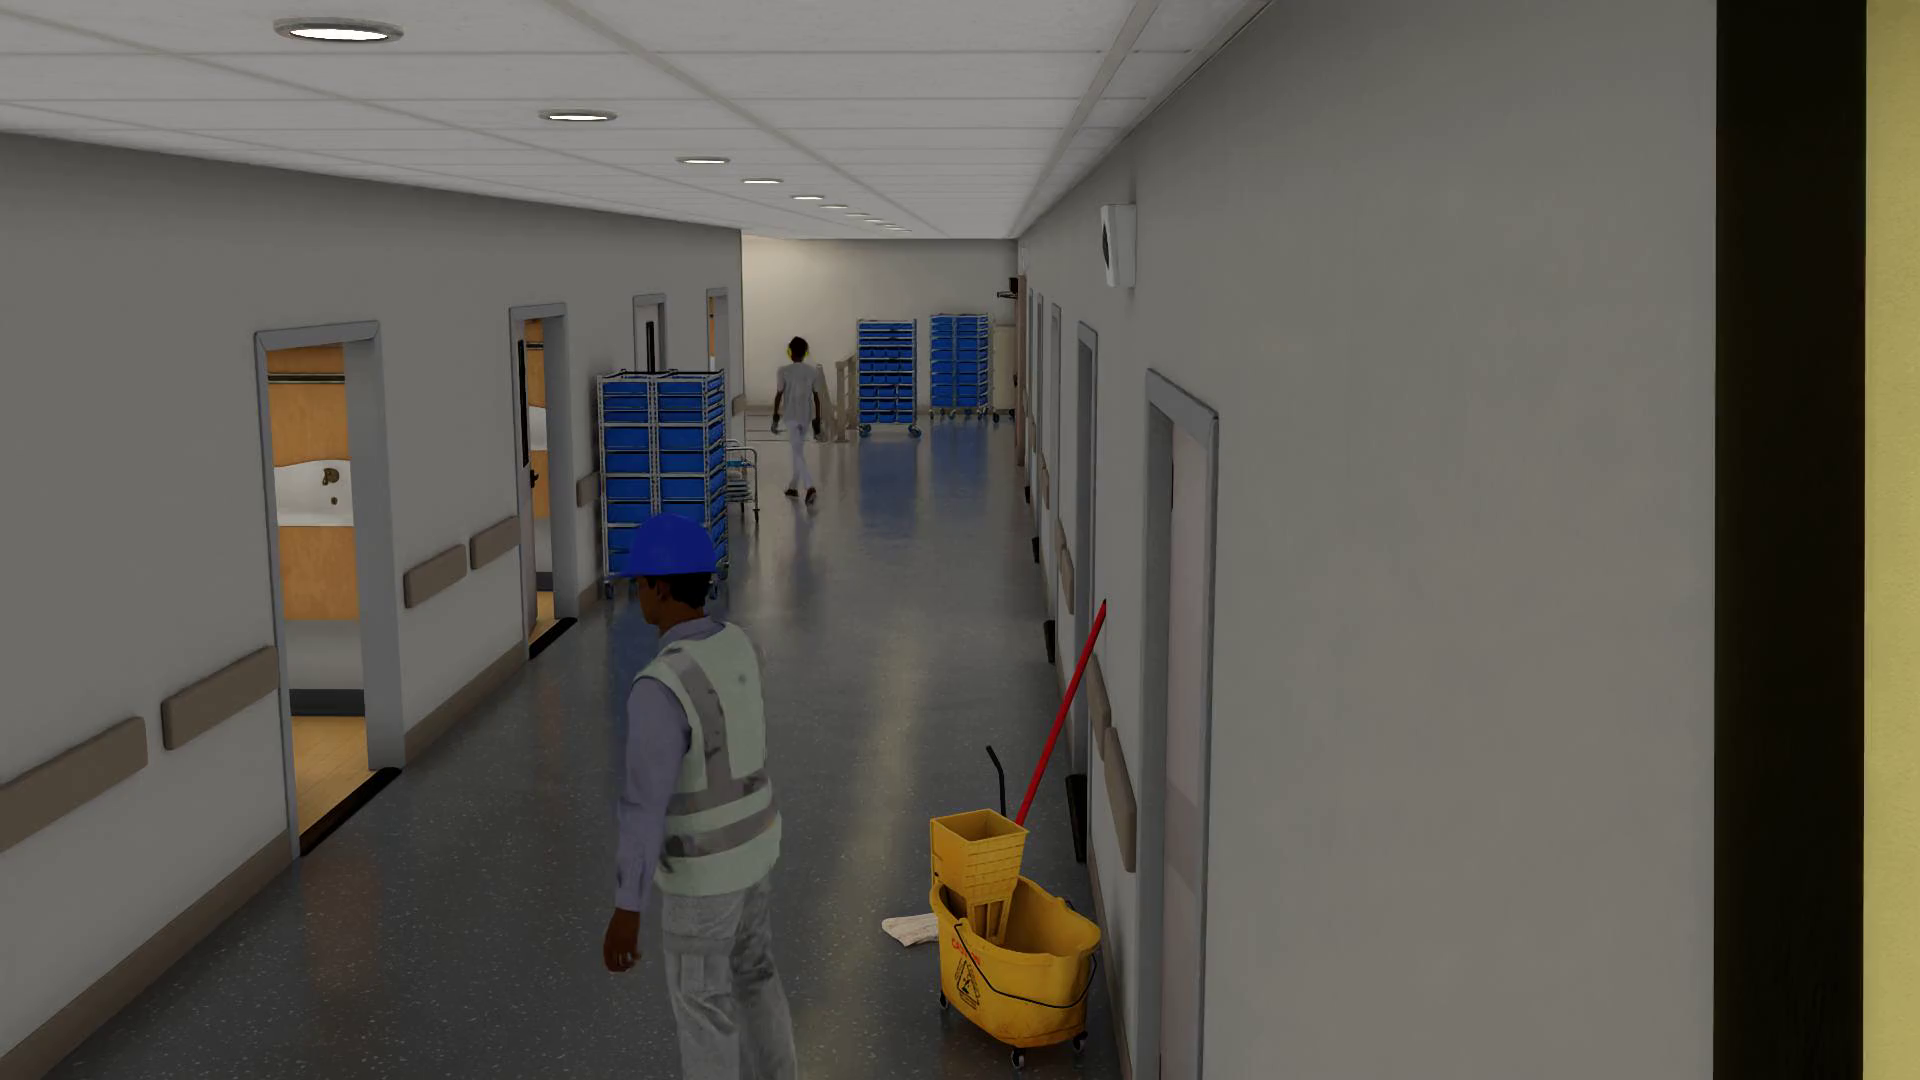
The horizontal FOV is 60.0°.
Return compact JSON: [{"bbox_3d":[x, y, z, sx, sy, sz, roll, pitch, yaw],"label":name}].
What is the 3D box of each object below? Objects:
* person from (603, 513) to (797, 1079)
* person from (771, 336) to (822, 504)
[{"bbox_3d":[-0.719,0.900,4.594,0.493,1.939,0.741,3,10,15],"label":"person"},{"bbox_3d":[-1.764,-1.317,18.254,0.504,1.828,0.992,-6,11,-31],"label":"person"}]
